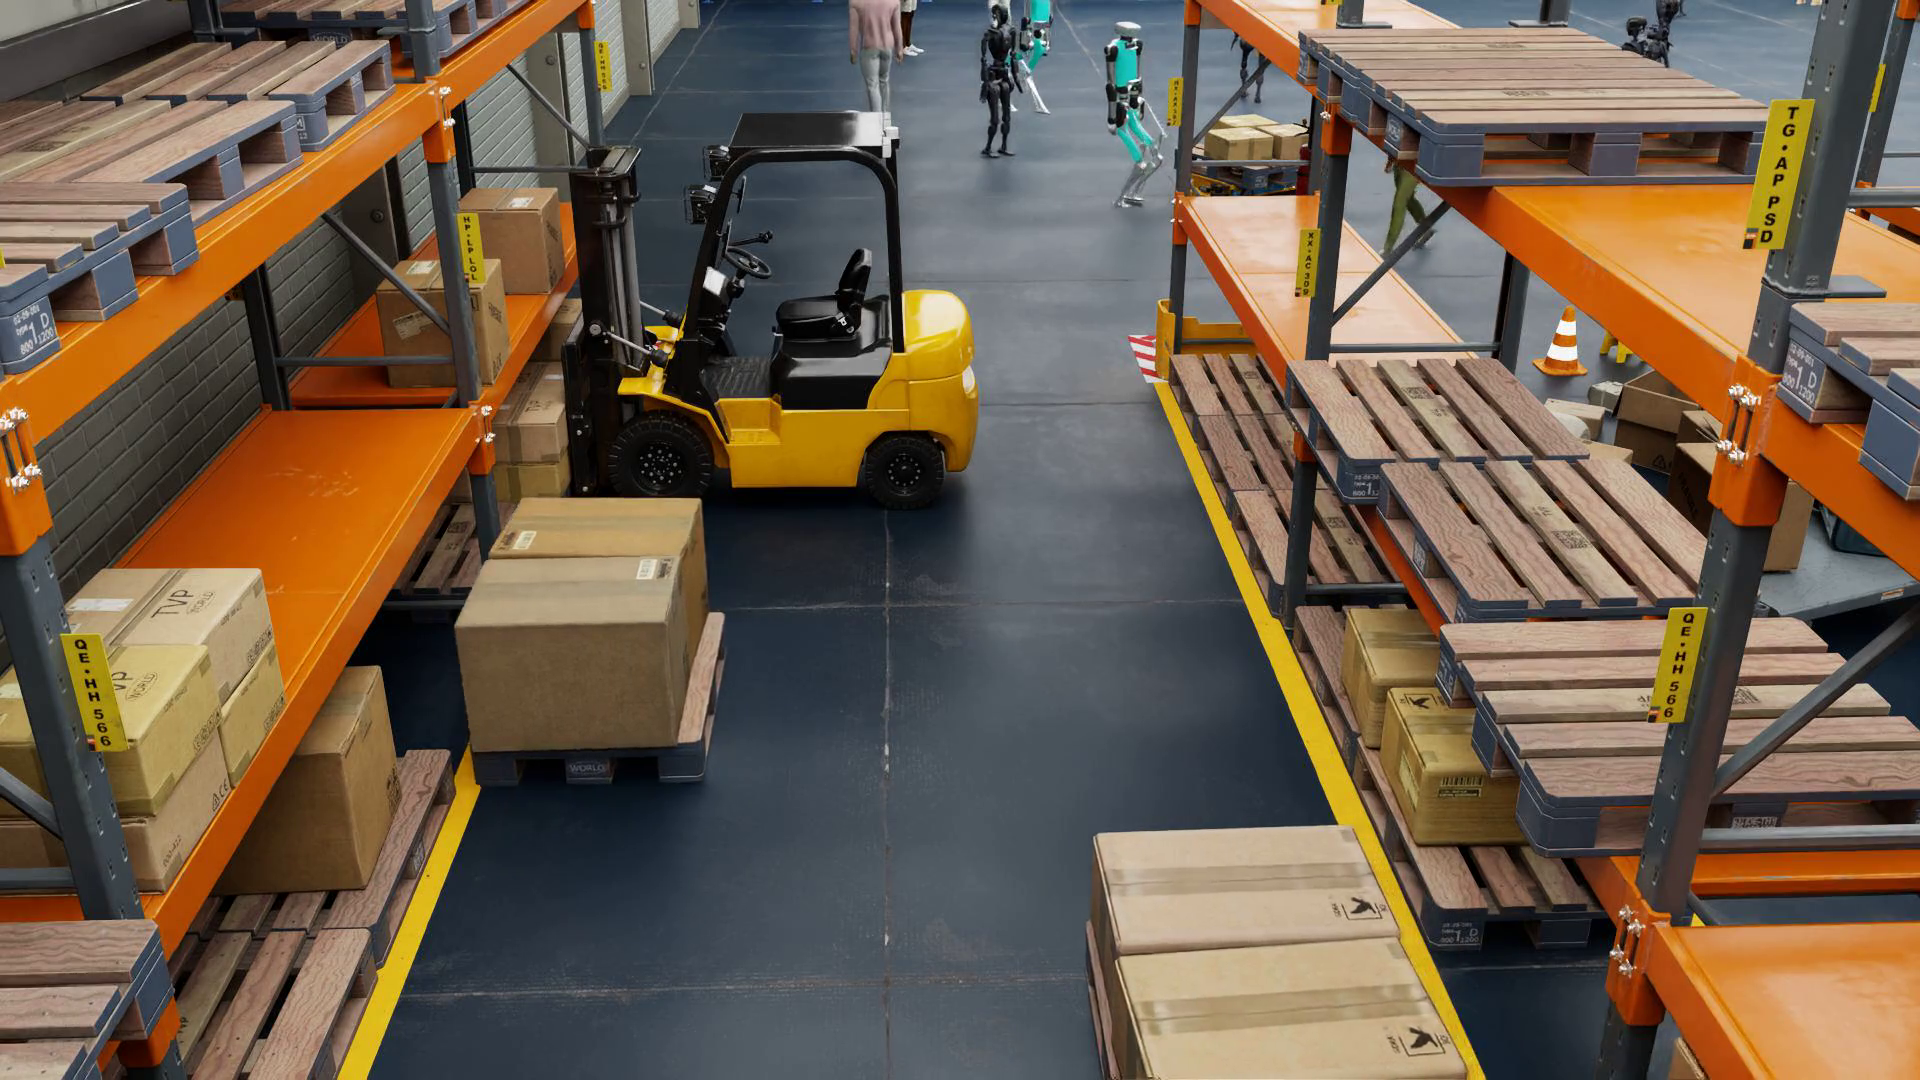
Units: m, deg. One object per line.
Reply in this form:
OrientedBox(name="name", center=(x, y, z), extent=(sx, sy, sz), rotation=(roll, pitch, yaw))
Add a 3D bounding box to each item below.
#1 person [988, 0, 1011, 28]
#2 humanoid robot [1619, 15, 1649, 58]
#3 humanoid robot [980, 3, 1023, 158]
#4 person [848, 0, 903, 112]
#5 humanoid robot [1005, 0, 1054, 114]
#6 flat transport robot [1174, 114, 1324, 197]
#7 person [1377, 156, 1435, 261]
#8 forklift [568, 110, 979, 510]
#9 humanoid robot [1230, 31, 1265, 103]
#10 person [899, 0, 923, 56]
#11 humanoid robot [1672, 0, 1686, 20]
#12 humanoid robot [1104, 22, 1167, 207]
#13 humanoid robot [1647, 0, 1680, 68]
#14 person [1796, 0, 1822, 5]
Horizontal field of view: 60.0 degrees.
OrientedBox(name="person", center=(0.612, -8.663, 25.932), extent=(0.570, 1.727, 0.649), rotation=(6, 26, 13))
OrientedBox(name="humanoid robot", center=(7.161, -4.748, 17.755), extent=(0.589, 1.631, 0.740), rotation=(-19, 31, -34))
OrientedBox(name="humanoid robot", center=(0.440, -5.102, 18.458), extent=(0.315, 1.654, 0.612), rotation=(23, 33, 39))
OrientedBox(name="person", center=(-0.984, -5.790, 19.708), extent=(0.651, 1.878, 0.753), rotation=(-9, 27, -19))
OrientedBox(name="humanoid robot", center=(0.781, -6.238, 20.819), extent=(0.858, 1.778, 0.539), rotation=(22, 33, 38))
OrientedBox(name="flat transport robot", center=(2.969, -3.683, 17.102), extent=(1.431, 0.231, 0.659), rotation=(-16, 30, -31))
OrientedBox(name="person", center=(4.025, -3.357, 14.763), extent=(0.855, 1.674, 0.454), rotation=(-15, 29, -28))
OrientedBox(name="forklift", center=(-1.043, -1.379, 9.976), extent=(2.313, 2.155, 1.214), rotation=(-1, 25, -2))
OrientedBox(name="humanoid robot", center=(3.808, -6.535, 21.500), extent=(0.601, 1.638, 0.563), rotation=(1, 25, 2))
OrientedBox(name="person", center=(-0.769, -8.206, 24.774), extent=(0.372, 1.899, 0.554), rotation=(7, 26, 14))
OrientedBox(name="humanoid robot", center=(12.259, -9.700, 28.240), extent=(0.770, 1.621, 0.613), rotation=(-15, 29, -29))
OrientedBox(name="humanoid robot", center=(1.766, -4.162, 16.365), extent=(0.679, 1.770, 0.532), rotation=(19, 31, 35))
OrientedBox(name="humanoid robot", center=(8.929, -6.328, 21.074), extent=(0.661, 1.633, 0.612), rotation=(15, 29, 28))
OrientedBox(name="person", center=(15.370, -10.566, 29.780), extent=(0.548, 1.891, 0.385), rotation=(22, 33, 39))
